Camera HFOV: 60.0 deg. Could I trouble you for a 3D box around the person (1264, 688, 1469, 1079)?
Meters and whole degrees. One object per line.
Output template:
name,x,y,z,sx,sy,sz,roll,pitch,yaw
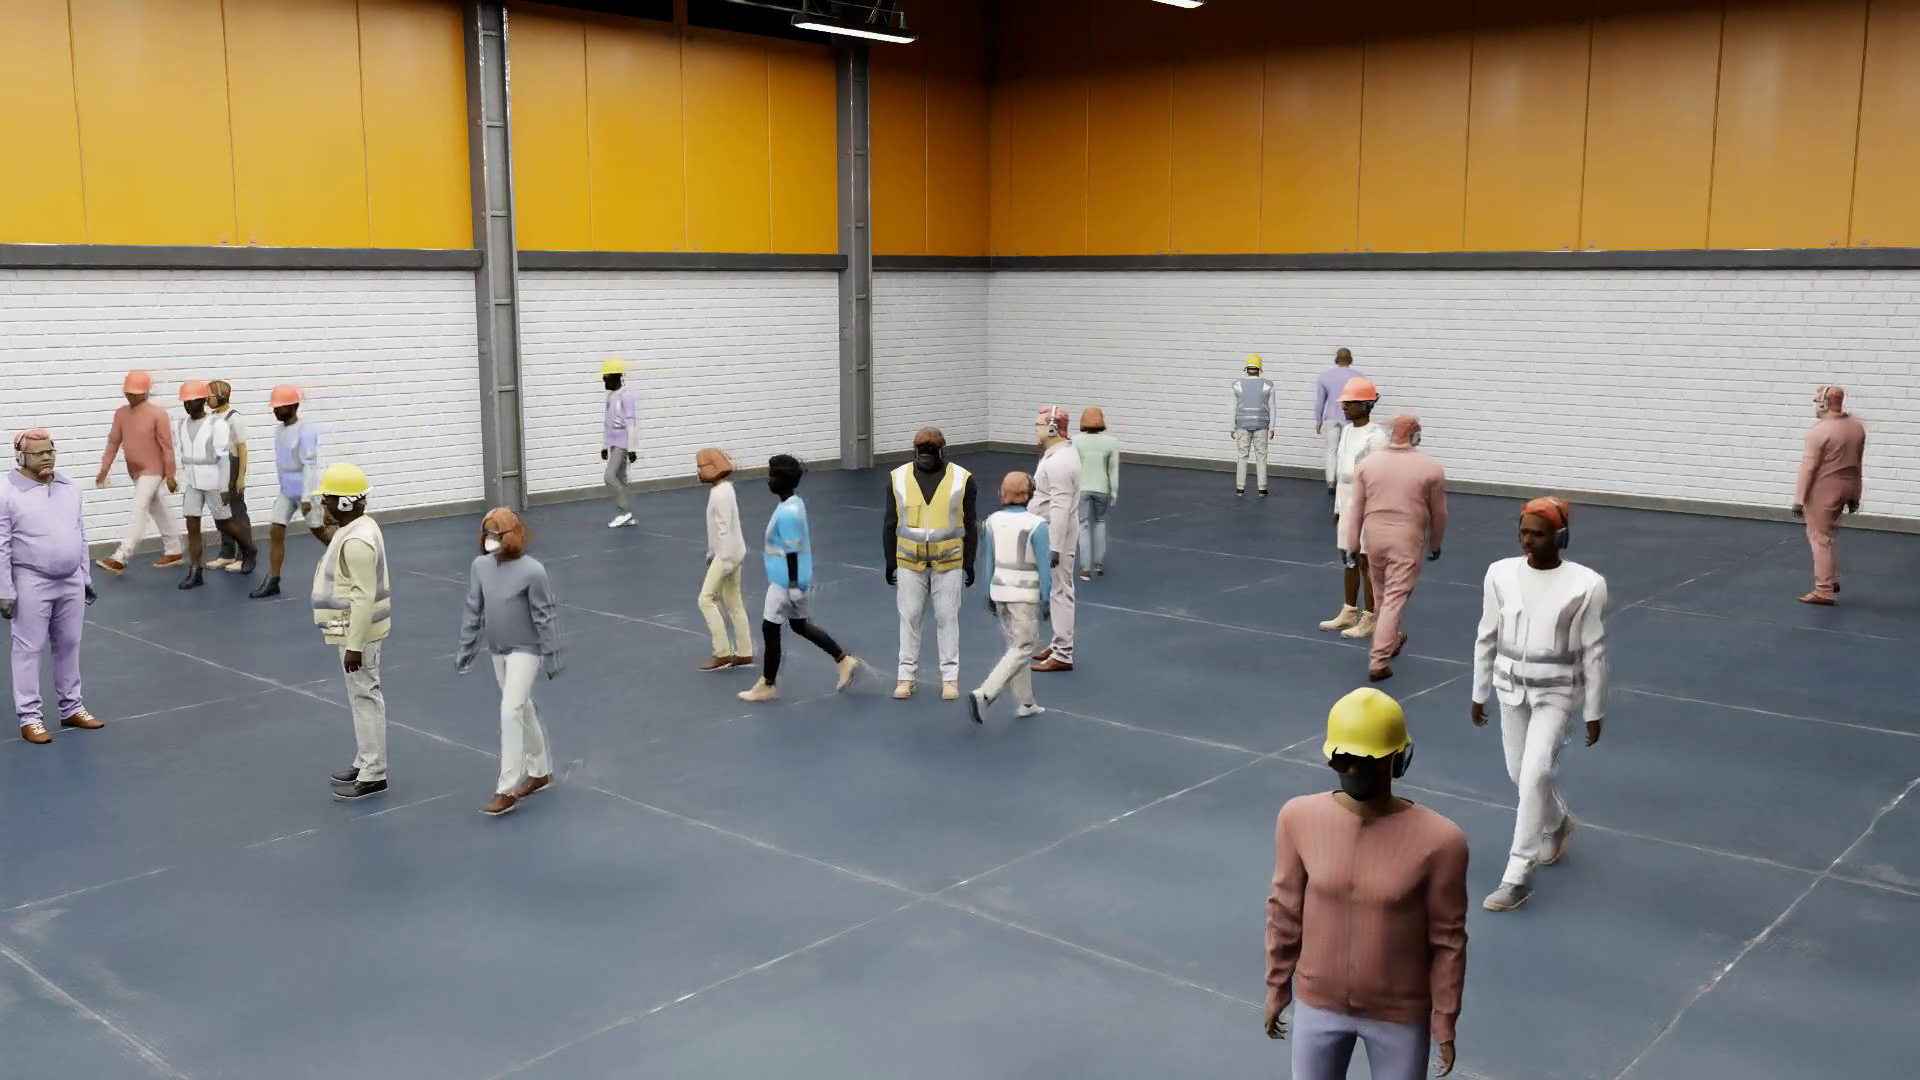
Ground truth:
person,1.068,1.254,4.449,0.533,1.767,0.326,4,10,26

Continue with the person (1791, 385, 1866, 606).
person,7.409,-0.384,14.298,0.657,1.892,0.481,-5,10,-29

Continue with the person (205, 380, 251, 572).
person,-7.030,-0.615,15.946,0.507,1.842,0.351,6,11,34

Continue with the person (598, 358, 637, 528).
person,-3.867,-1.074,18.615,0.514,1.905,0.607,-6,11,-31

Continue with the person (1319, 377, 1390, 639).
person,3.092,-0.248,13.012,0.379,2.044,0.607,-3,9,-17

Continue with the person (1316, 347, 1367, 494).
person,4.936,-1.543,21.555,0.643,1.924,0.753,3,10,19

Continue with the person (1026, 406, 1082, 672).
person,0.664,-0.011,11.946,0.402,1.911,0.638,1,9,7

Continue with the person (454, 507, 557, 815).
person,-2.446,0.634,8.828,0.514,1.605,0.738,6,11,32

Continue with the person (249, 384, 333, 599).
person,-5.881,-0.459,14.860,0.546,1.886,1.012,6,11,31

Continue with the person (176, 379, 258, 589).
person,-6.895,-0.544,15.310,0.551,1.906,0.892,2,9,13

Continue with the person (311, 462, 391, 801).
person,-3.295,0.490,9.028,0.403,1.834,0.588,-3,10,-20

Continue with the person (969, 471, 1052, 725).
person,0.306,0.377,10.464,0.683,1.615,0.524,-8,12,-42

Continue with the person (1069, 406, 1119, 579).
person,1.218,-0.453,15.635,0.516,1.613,0.574,-1,9,-4

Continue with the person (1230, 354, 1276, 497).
person,3.752,-1.466,21.317,0.590,1.833,0.404,2,9,12

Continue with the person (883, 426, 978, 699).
person,-0.202,0.156,11.110,0.634,1.839,0.429,1,9,4

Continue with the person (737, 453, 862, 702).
person,-1.070,0.251,11.032,0.769,1.673,0.534,0,9,2

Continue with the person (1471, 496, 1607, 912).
person,2.679,0.704,7.656,0.920,1.855,0.586,-9,13,-44

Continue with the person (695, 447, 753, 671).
person,-1.730,0.139,11.928,0.498,1.605,0.512,0,9,-1

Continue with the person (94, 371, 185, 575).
person,-7.830,-0.636,15.782,0.643,1.920,1.050,5,10,28

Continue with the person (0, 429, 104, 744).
person,-5.587,0.270,10.183,0.409,1.907,0.651,4,10,24

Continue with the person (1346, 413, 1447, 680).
person,3.145,0.028,11.873,0.647,1.849,1.016,7,11,36
